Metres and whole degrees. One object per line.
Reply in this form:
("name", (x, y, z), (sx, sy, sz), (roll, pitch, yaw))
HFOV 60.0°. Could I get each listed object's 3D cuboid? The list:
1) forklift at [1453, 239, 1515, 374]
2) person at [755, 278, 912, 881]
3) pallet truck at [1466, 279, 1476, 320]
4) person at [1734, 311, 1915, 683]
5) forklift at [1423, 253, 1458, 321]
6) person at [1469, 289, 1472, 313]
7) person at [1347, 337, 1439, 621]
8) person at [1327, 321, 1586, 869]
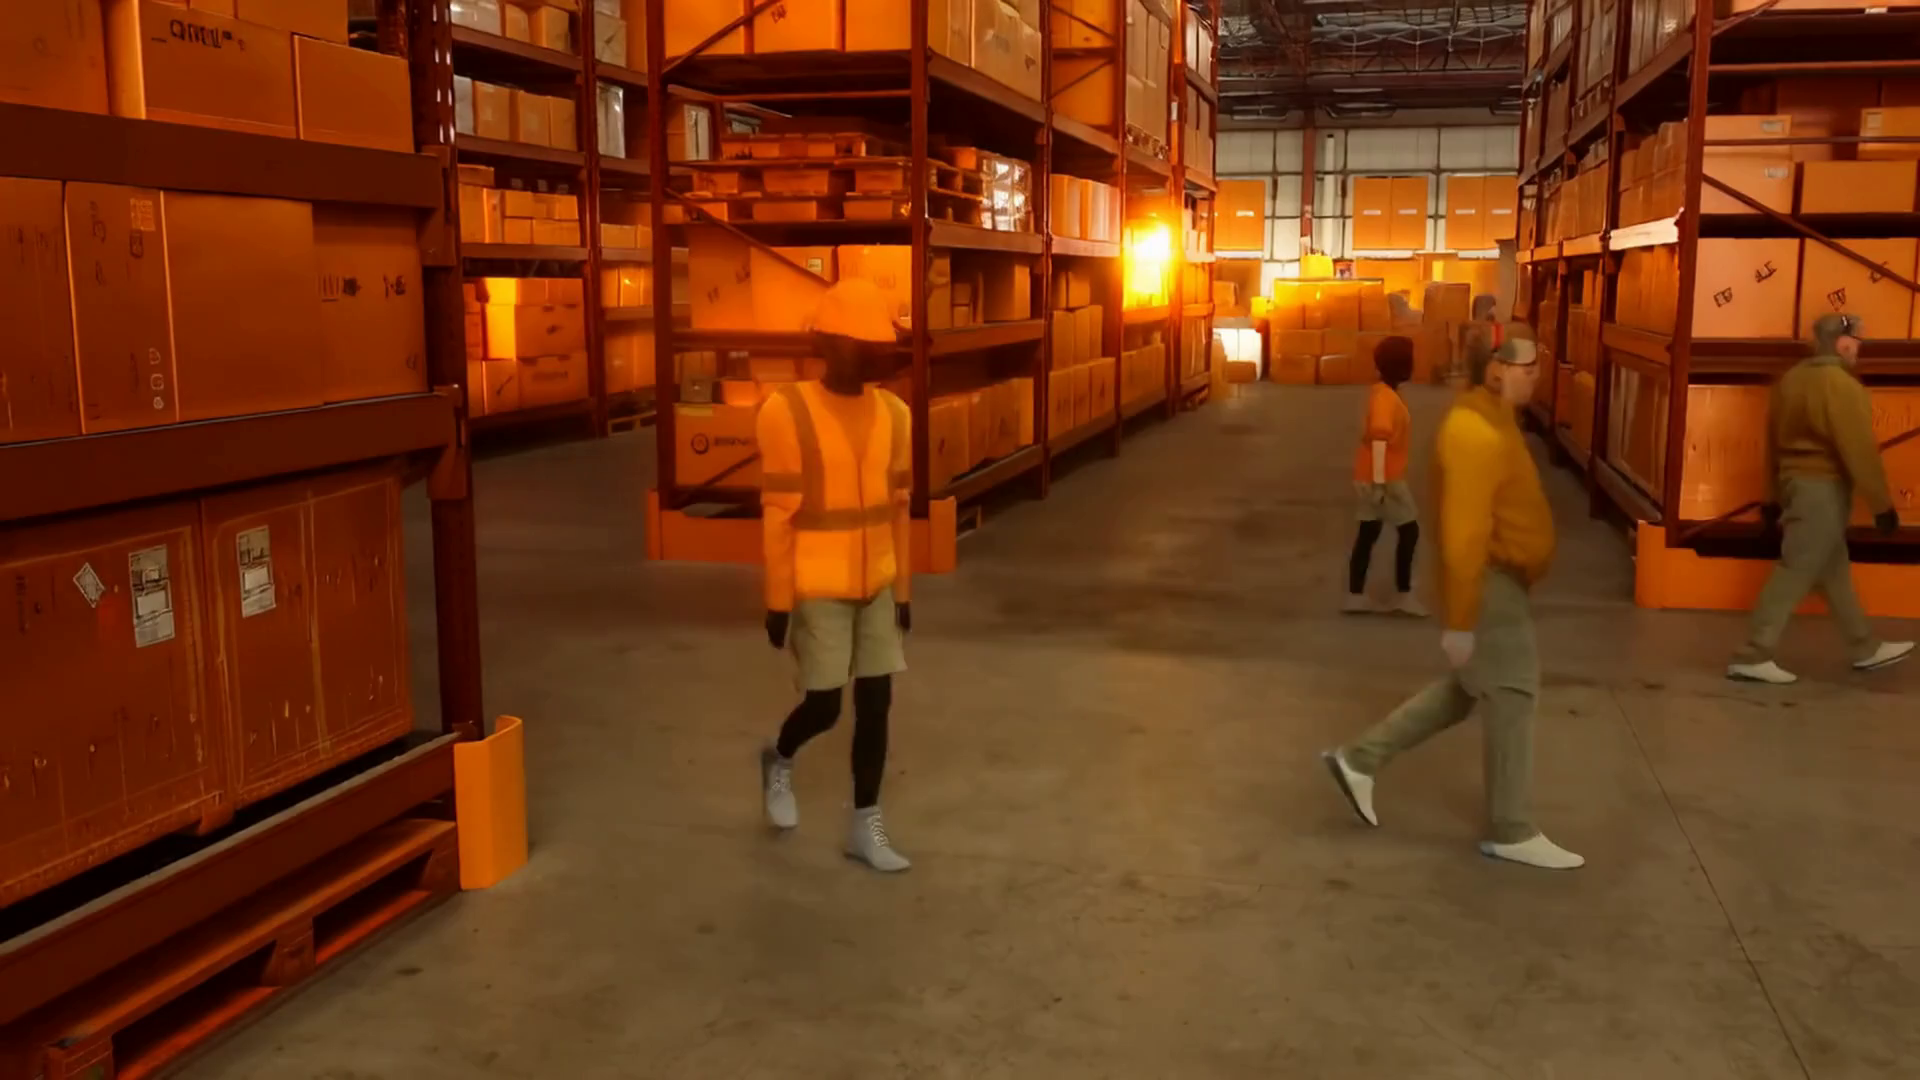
("forklift", (11.341, -4.852, 34.600), (1.873, 2.768, 1.129), (4, 10, 23))
("person", (-0.433, 0.129, 5.653), (0.611, 2.023, 0.623), (-7, 11, -38))
("pallet truck", (18.896, -8.459, 60.307), (1.885, 1.965, 0.823), (5, 10, 31))
("person", (4.365, -0.198, 8.282), (0.994, 1.856, 0.647), (0, 9, 3))
("forklift", (15.202, -7.696, 52.666), (1.129, 2.768, 1.873), (-2, 9, -11))
("person", (14.654, -6.532, 48.437), (0.560, 1.889, 0.987), (-5, 10, -29))
("person", (2.612, -0.356, 9.813), (0.656, 1.671, 0.558), (2, 9, 12))
("person", (1.748, 0.179, 5.802), (0.831, 1.885, 0.640), (3, 9, 17))
